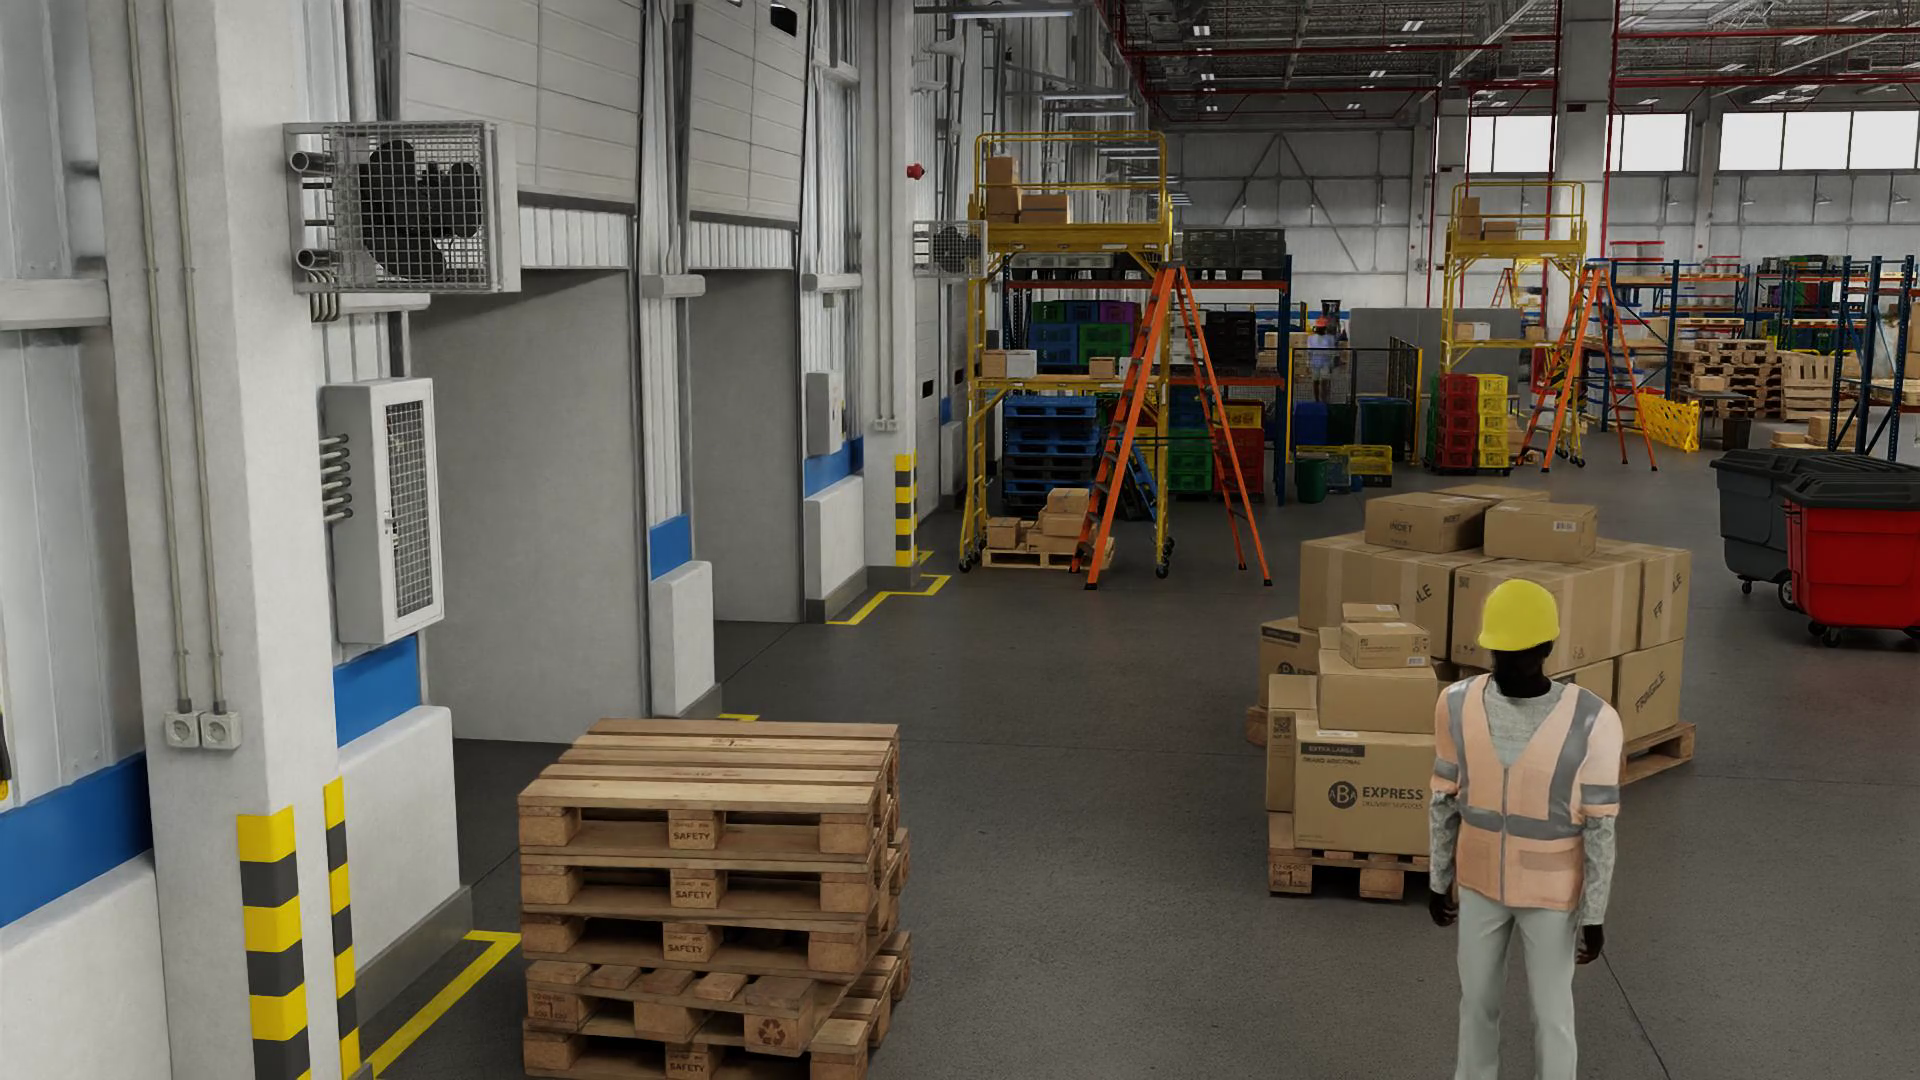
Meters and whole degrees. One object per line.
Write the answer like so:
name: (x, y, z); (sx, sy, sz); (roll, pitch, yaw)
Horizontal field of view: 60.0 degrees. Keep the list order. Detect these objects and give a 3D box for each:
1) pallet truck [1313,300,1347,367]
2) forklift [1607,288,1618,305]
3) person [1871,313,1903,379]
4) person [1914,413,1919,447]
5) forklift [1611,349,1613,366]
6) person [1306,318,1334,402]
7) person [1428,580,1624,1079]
pallet truck: (11.159, -6.200, 49.718); (0.823, 1.965, 1.885); (4, 10, 26)
forklift: (16.978, -5.756, 44.264); (1.129, 2.768, 1.873); (-2, 9, -13)
person: (20.727, -4.124, 37.195); (0.645, 1.908, 0.504); (0, 9, -1)
person: (15.618, -2.344, 26.743); (0.320, 1.739, 0.485); (9, 13, 44)
forklift: (15.190, -5.276, 41.307); (1.873, 2.768, 1.129); (1, 9, 9)
person: (7.214, -3.498, 33.376); (0.550, 1.884, 0.988); (3, 10, 16)
person: (1.726, 1.065, 5.168); (0.588, 1.918, 0.397); (7, 12, 38)
